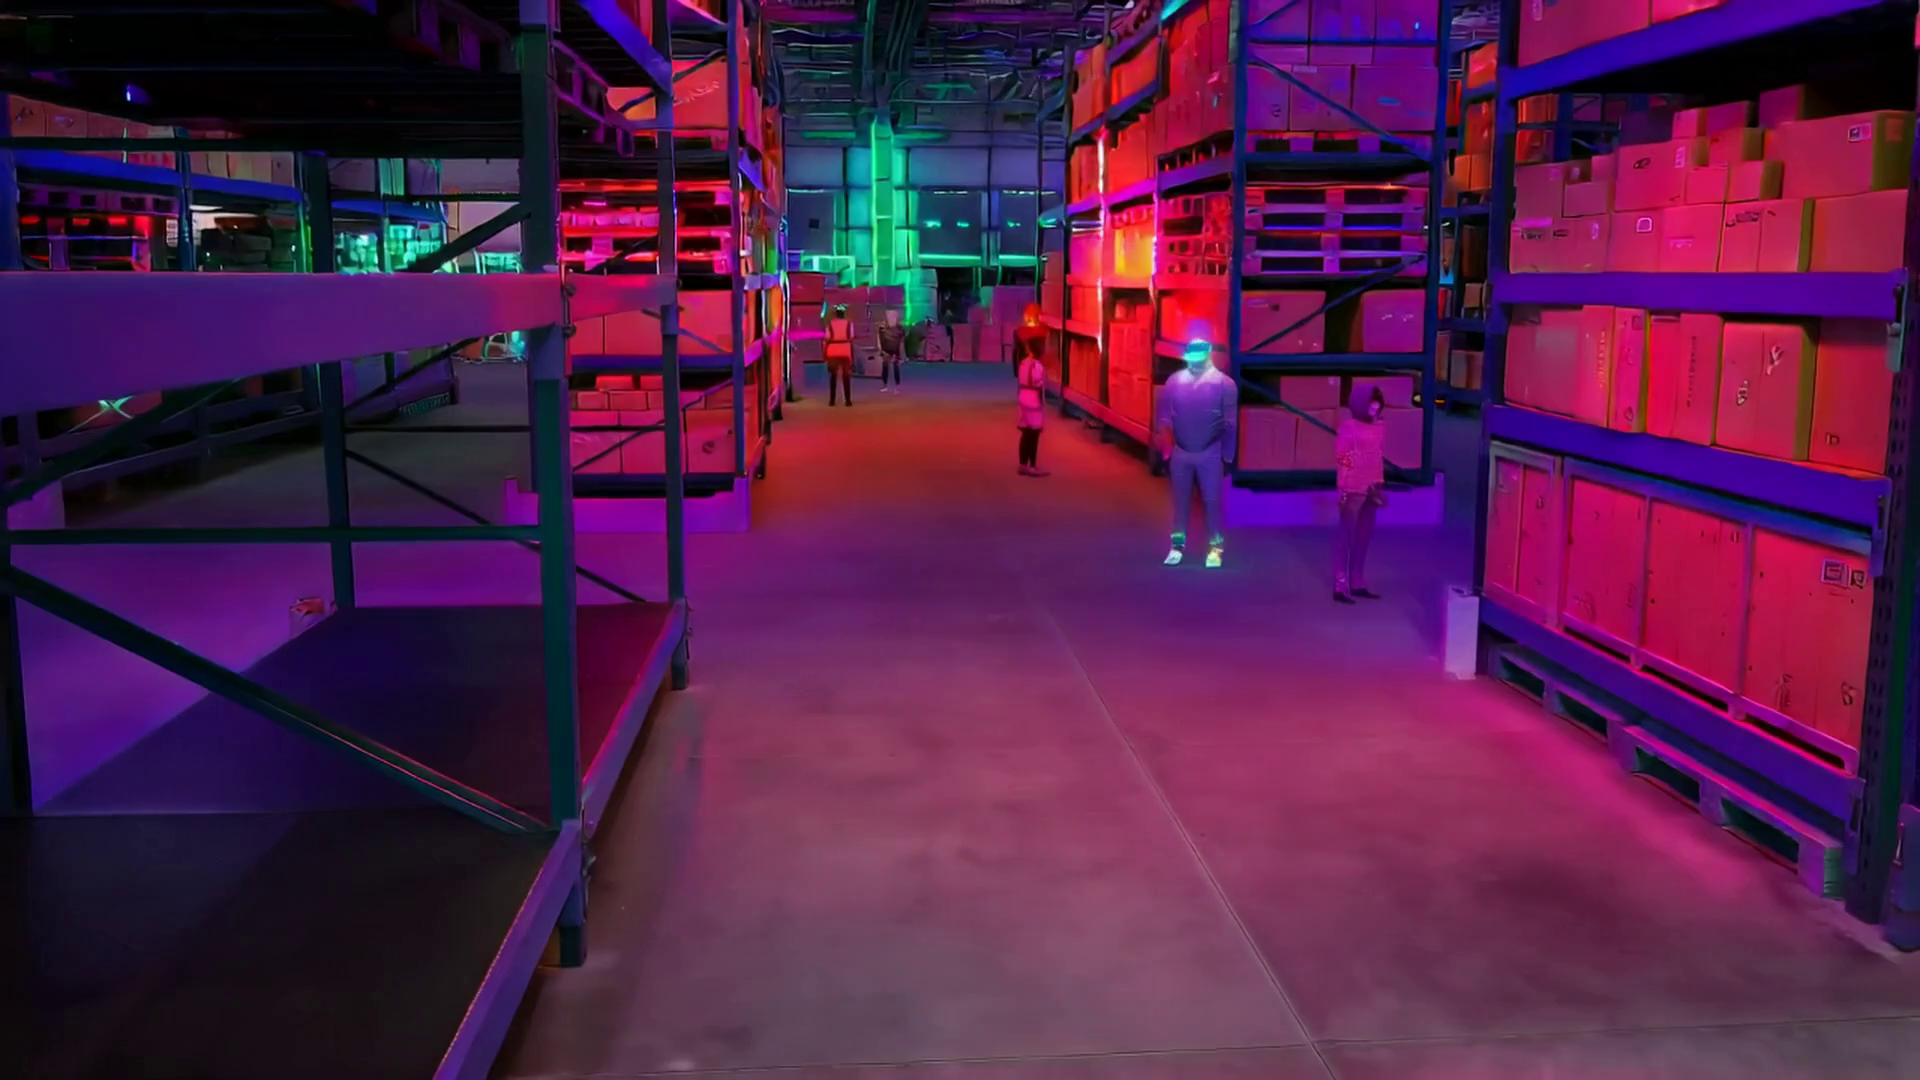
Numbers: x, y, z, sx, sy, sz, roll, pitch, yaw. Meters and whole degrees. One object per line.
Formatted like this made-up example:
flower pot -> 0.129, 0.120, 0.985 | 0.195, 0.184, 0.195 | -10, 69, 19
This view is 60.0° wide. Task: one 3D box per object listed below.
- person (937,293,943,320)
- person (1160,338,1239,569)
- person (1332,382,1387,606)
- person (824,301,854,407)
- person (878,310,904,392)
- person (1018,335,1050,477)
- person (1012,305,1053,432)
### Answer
person -> -0.925, -9.172, 67.492 | 0.546, 1.657, 0.791 | -7, 11, -38
person -> 1.950, -0.709, 13.672 | 0.649, 1.899, 0.399 | 4, 10, 25
person -> 2.935, -0.341, 12.171 | 0.499, 1.634, 0.279 | -7, 11, -37
person -> -2.219, -3.406, 30.493 | 0.544, 1.931, 0.370 | -1, 9, -7
person -> -1.411, -3.870, 34.138 | 0.540, 1.696, 0.315 | -1, 9, -7
person -> 0.872, -1.609, 19.934 | 0.322, 1.697, 0.531 | -3, 10, -20
person -> 1.110, -2.634, 25.613 | 0.627, 1.941, 0.371 | 2, 9, 10
